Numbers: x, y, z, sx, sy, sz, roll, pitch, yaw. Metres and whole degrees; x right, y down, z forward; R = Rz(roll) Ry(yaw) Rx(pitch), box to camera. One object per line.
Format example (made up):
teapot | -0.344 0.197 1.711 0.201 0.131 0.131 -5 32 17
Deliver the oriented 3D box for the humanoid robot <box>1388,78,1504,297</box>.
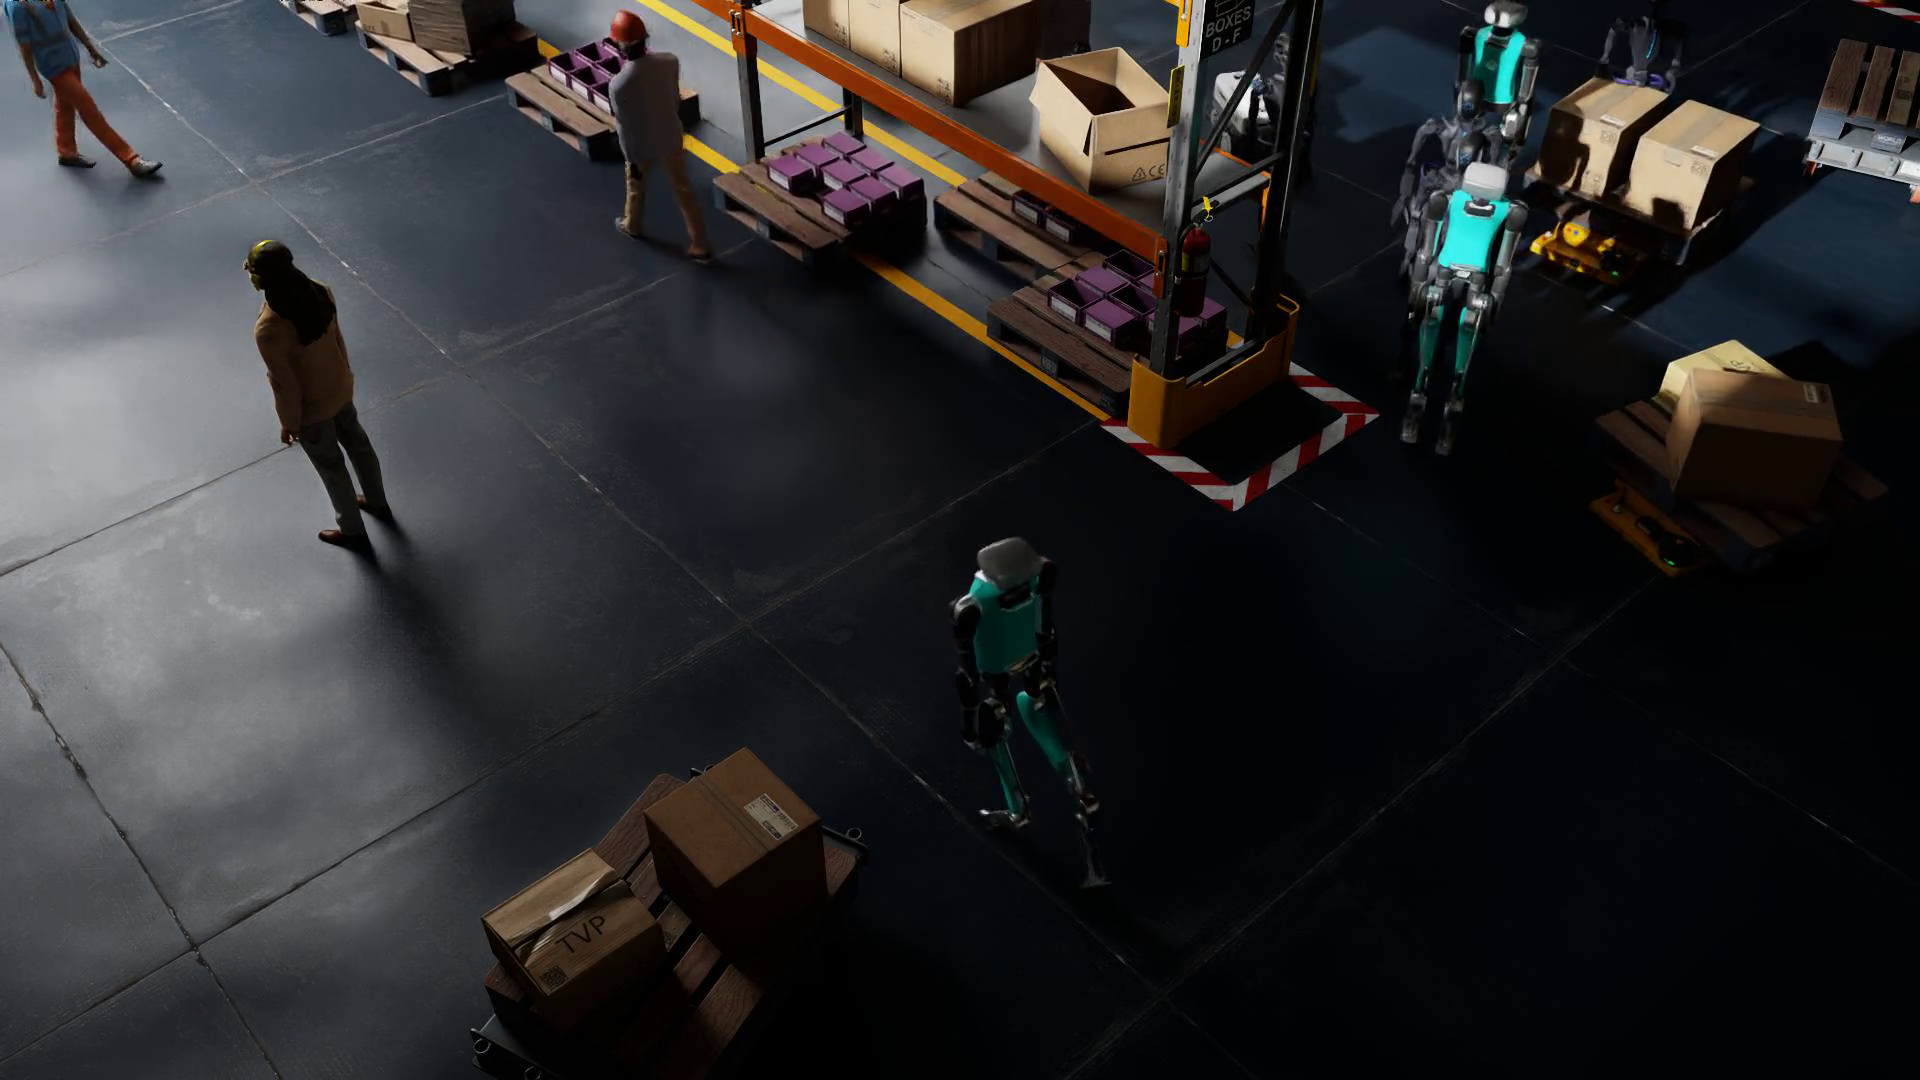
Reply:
humanoid robot | 3.022 -2.157 10.429 0.610 1.651 0.469 5 43 6

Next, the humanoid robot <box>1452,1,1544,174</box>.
humanoid robot | 3.559 -2.786 11.059 0.556 1.801 0.785 24 48 24

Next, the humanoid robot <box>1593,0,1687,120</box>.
humanoid robot | 4.591 -3.023 11.385 0.589 1.640 0.655 2 43 2

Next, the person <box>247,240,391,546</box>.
person | -3.362 -0.751 8.727 0.407 1.877 0.555 12 44 13

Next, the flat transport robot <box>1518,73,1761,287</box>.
flat transport robot | 4.614 -2.232 11.523 0.659 0.231 1.431 32 52 30

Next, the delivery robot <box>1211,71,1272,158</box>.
delivery robot | 2.138 -3.176 12.333 0.499 0.587 0.762 -9 43 -10

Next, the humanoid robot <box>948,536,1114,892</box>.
humanoid robot | 0.404 0.879 7.087 0.536 1.778 0.985 -29 50 -28

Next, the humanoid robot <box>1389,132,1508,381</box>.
humanoid robot | 2.915 -1.652 9.852 0.590 1.654 0.403 18 46 19

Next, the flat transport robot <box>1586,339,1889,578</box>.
flat transport robot | 4.331 -0.255 9.372 1.431 0.231 0.659 -19 46 -20

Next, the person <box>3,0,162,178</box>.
person | -6.246 -3.349 11.663 0.914 1.712 0.522 7 43 7

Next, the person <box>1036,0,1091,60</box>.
person | 0.765 -3.469 11.711 1.000 1.834 0.716 18 46 19

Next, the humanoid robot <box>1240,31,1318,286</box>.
humanoid robot | 2.077 -2.445 10.749 0.594 1.651 0.606 -20 46 -21

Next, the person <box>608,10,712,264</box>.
person | -2.008 -2.637 10.900 0.564 1.706 0.886 -31 51 -29

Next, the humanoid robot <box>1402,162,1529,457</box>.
humanoid robot | 2.750 -1.199 9.279 0.537 1.753 0.678 10 43 10
